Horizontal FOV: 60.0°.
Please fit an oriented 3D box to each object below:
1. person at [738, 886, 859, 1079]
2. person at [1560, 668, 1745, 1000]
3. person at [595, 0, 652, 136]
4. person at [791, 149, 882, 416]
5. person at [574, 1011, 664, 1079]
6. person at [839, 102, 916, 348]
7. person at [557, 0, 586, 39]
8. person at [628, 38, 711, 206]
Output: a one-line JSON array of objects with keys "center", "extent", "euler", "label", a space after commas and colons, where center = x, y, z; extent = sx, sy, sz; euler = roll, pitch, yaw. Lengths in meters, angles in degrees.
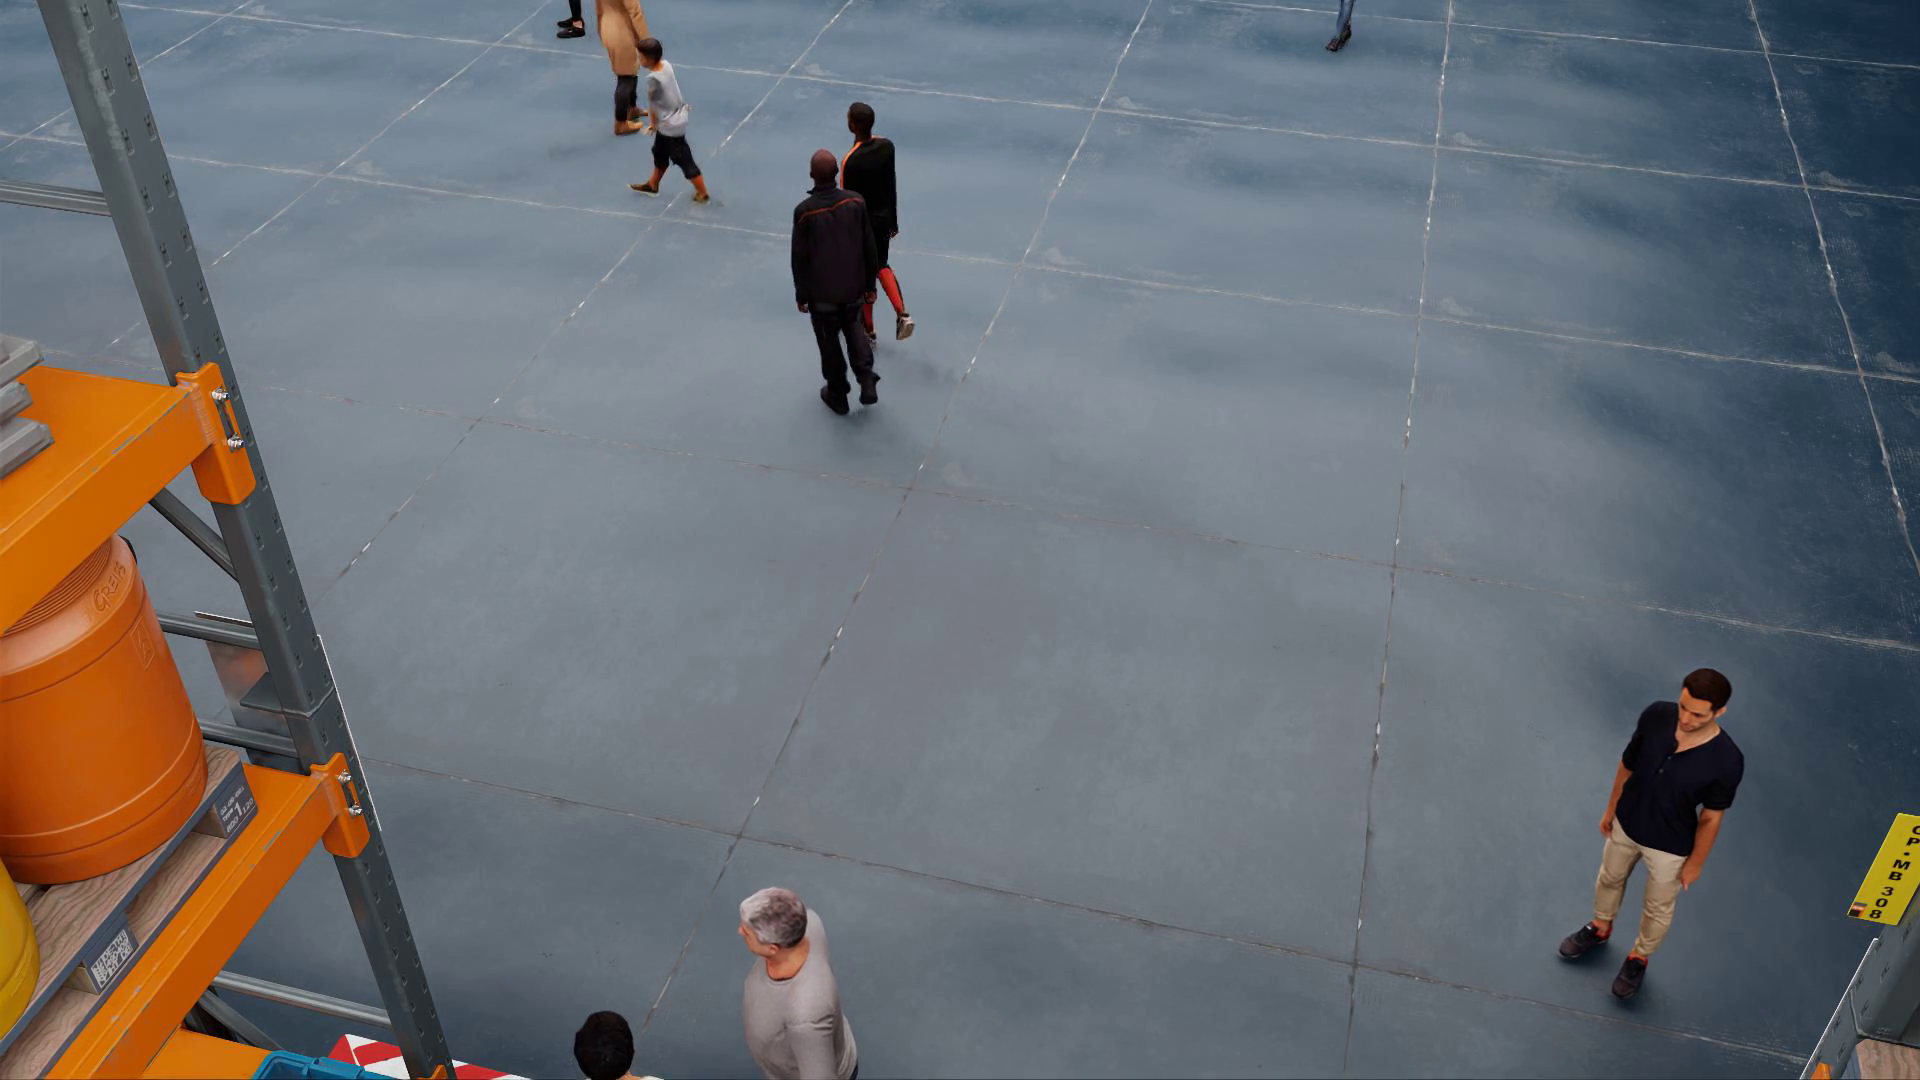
[{"center": [-0.554, 1.914, 6.080], "extent": [0.897, 1.904, 0.757], "euler": [-8, 39, -10], "label": "person"}, {"center": [2.946, 1.213, 7.023], "extent": [0.754, 1.846, 0.715], "euler": [-25, 44, -28], "label": "person"}, {"center": [-2.954, -4.266, 14.134], "extent": [0.848, 1.713, 0.797], "euler": [-28, 46, -31], "label": "person"}, {"center": [-0.765, -1.573, 10.618], "extent": [0.916, 1.805, 0.977], "euler": [-15, 40, -18], "label": "person"}, {"center": [-1.136, 2.311, 5.845], "extent": [0.706, 1.569, 0.719], "euler": [-2, 38, -3], "label": "person"}, {"center": [-0.555, -2.087, 11.282], "extent": [0.916, 1.796, 0.937], "euler": [-30, 47, -33], "label": "person"}, {"center": [-3.832, -5.724, 15.998], "extent": [0.736, 1.712, 0.592], "euler": [-4, 38, -6], "label": "person"}, {"center": [-2.249, -3.356, 13.208], "extent": [0.631, 1.421, 0.842], "euler": [15, 41, 19], "label": "person"}]
